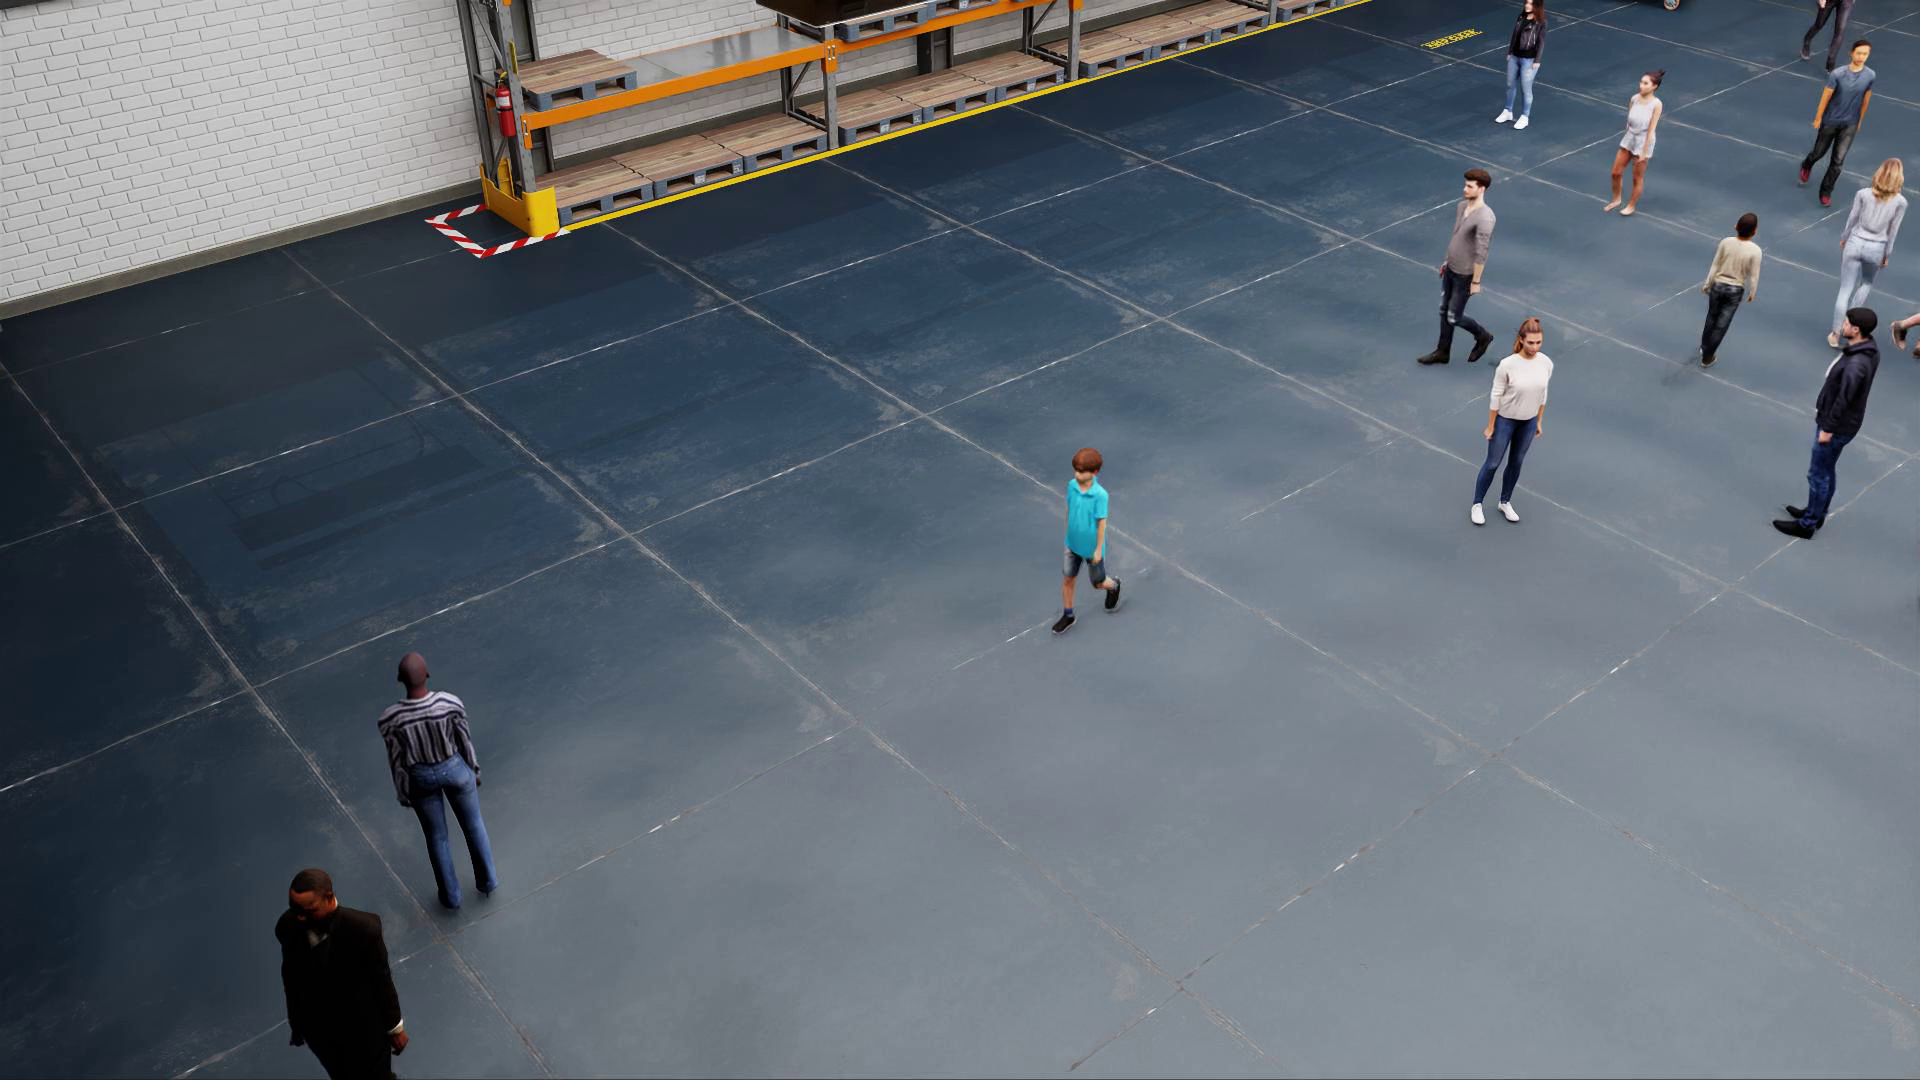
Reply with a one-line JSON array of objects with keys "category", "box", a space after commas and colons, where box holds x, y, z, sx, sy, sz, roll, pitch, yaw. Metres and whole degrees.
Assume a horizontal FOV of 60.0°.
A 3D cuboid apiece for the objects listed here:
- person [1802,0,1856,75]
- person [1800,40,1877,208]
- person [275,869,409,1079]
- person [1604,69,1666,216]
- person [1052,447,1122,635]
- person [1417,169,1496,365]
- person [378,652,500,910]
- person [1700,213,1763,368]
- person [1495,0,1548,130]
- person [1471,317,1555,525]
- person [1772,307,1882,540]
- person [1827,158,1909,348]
[{"category": "person", "box": [11.747, -7.314, 22.323, 1.176, 1.919, 1.265, 4, 34, 6]}, {"category": "person", "box": [9.736, -4.667, 18.461, 1.051, 1.787, 1.156, 6, 34, 9]}, {"category": "person", "box": [-2.898, 2.258, 7.941, 0.920, 1.899, 0.977, 8, 35, 12]}, {"category": "person", "box": [7.450, -4.330, 18.119, 0.584, 1.603, 0.585, -20, 39, -28]}, {"category": "person", "box": [0.932, -0.019, 11.786, 0.629, 1.435, 0.902, 25, 41, 32]}, {"category": "person", "box": [4.610, -2.427, 14.999, 1.036, 1.887, 0.929, -6, 34, -8]}, {"category": "person", "box": [-2.927, 1.369, 9.373, 0.569, 1.795, 0.741, -14, 36, -20]}, {"category": "person", "box": [6.950, -2.247, 15.122, 0.633, 1.453, 0.732, 27, 42, 35]}, {"category": "person", "box": [6.949, -5.916, 20.484, 0.576, 1.628, 0.642, -21, 39, -28]}, {"category": "person", "box": [4.286, -0.912, 12.873, 0.638, 1.719, 0.750, -4, 34, -6]}, {"category": "person", "box": [6.706, -0.881, 12.677, 0.788, 1.885, 0.611, 22, 40, 30]}, {"category": "person", "box": [8.357, -2.620, 15.398, 0.743, 1.768, 0.927, 18, 38, 25]}]
